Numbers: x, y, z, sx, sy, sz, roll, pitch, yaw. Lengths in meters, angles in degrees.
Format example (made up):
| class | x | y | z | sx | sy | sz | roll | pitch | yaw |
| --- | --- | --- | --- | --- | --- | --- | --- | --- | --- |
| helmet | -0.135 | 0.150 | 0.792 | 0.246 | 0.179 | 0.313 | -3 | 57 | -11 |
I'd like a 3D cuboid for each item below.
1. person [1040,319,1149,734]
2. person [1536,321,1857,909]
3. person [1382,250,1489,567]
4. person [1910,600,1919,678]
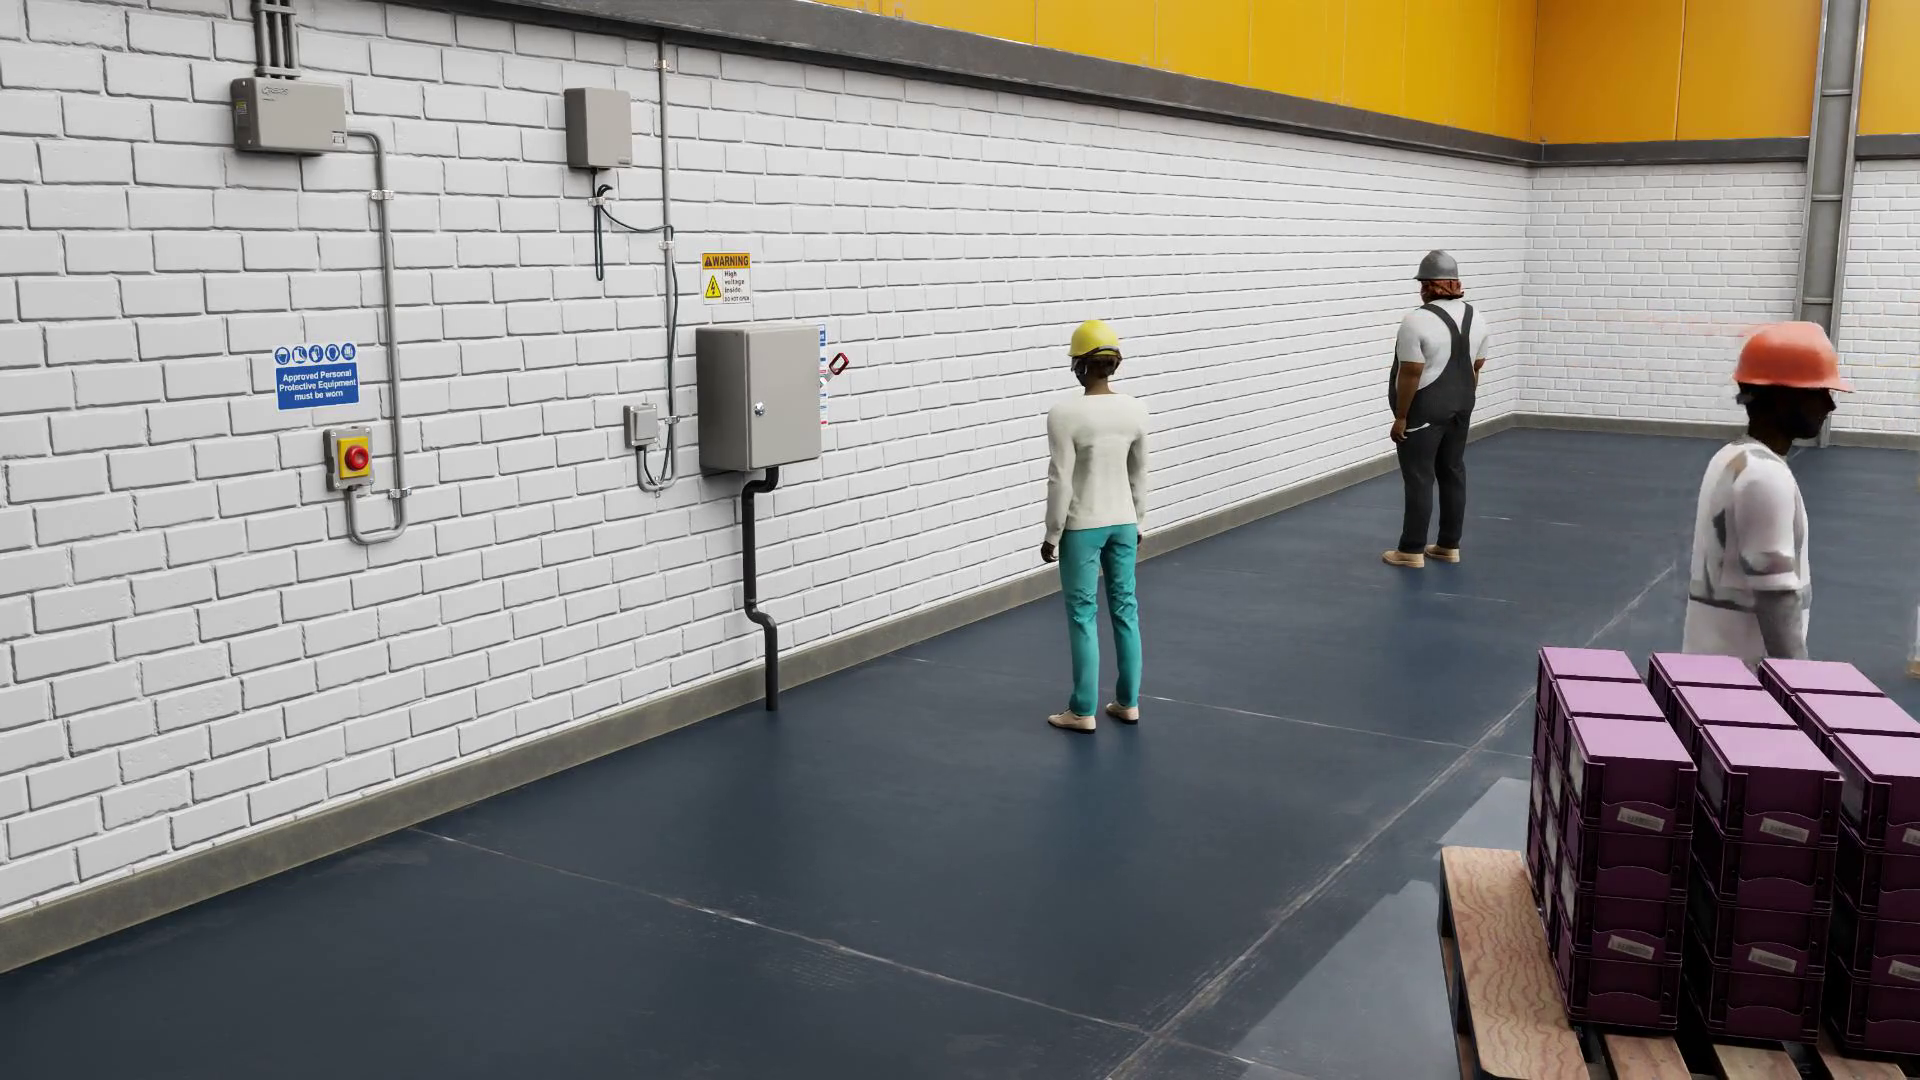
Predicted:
| class | x | y | z | sx | sy | sz | roll | pitch | yaw |
| --- | --- | --- | --- | --- | --- | --- | --- | --- | --- |
| person | 0.570 | -0.056 | 7.141 | 0.532 | 1.767 | 0.328 | -6 | 12 | -32 |
| person | 2.143 | 0.333 | 4.661 | 1.016 | 1.896 | 0.541 | 4 | 11 | 23 |
| person | 3.024 | -0.849 | 10.771 | 0.683 | 2.000 | 0.538 | -6 | 12 | -30 |
| person | 4.887 | -0.202 | 7.818 | 0.657 | 1.819 | 0.654 | 0 | 10 | -1 |
